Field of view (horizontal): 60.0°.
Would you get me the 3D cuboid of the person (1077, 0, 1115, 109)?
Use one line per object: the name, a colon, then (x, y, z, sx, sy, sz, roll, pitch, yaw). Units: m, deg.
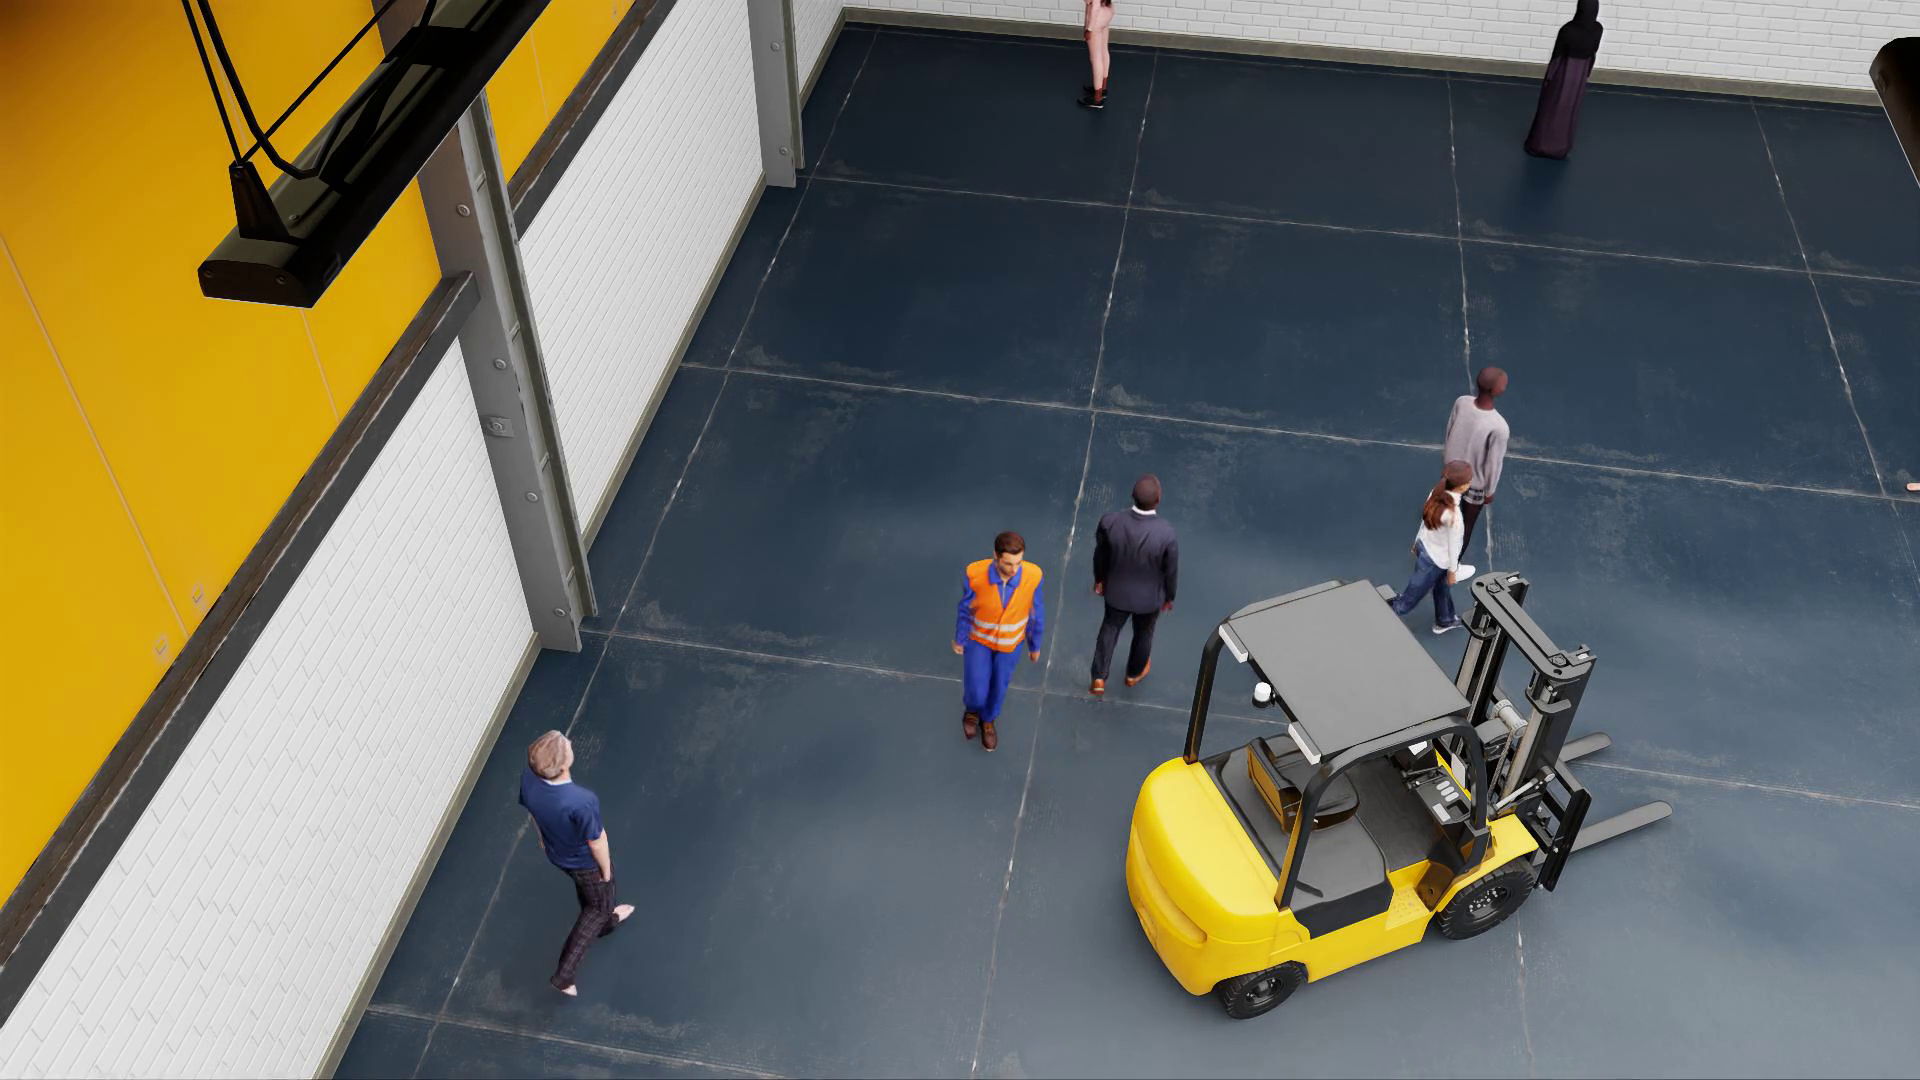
person: (1.352, -5.064, 16.196, 0.716, 1.721, 0.537, 16, 46, 16)

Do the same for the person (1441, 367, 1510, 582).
person: (3.441, -0.449, 11.315, 0.743, 1.772, 0.678, -25, 49, -24)

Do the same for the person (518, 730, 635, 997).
person: (-2.112, 1.742, 8.955, 0.895, 1.855, 1.086, 23, 48, 22)

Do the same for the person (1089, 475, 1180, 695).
person: (1.075, 0.368, 10.430, 0.825, 1.809, 0.949, 18, 46, 18)

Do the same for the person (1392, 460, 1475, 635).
person: (3.020, 0.135, 10.883, 0.833, 1.522, 1.073, -7, 44, -7)

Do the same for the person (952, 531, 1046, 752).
person: (0.214, 0.552, 10.217, 0.812, 1.838, 0.807, -3, 44, -3)

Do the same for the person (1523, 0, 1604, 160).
person: (5.664, -4.338, 15.510, 0.676, 1.616, 0.700, -6, 44, -6)
